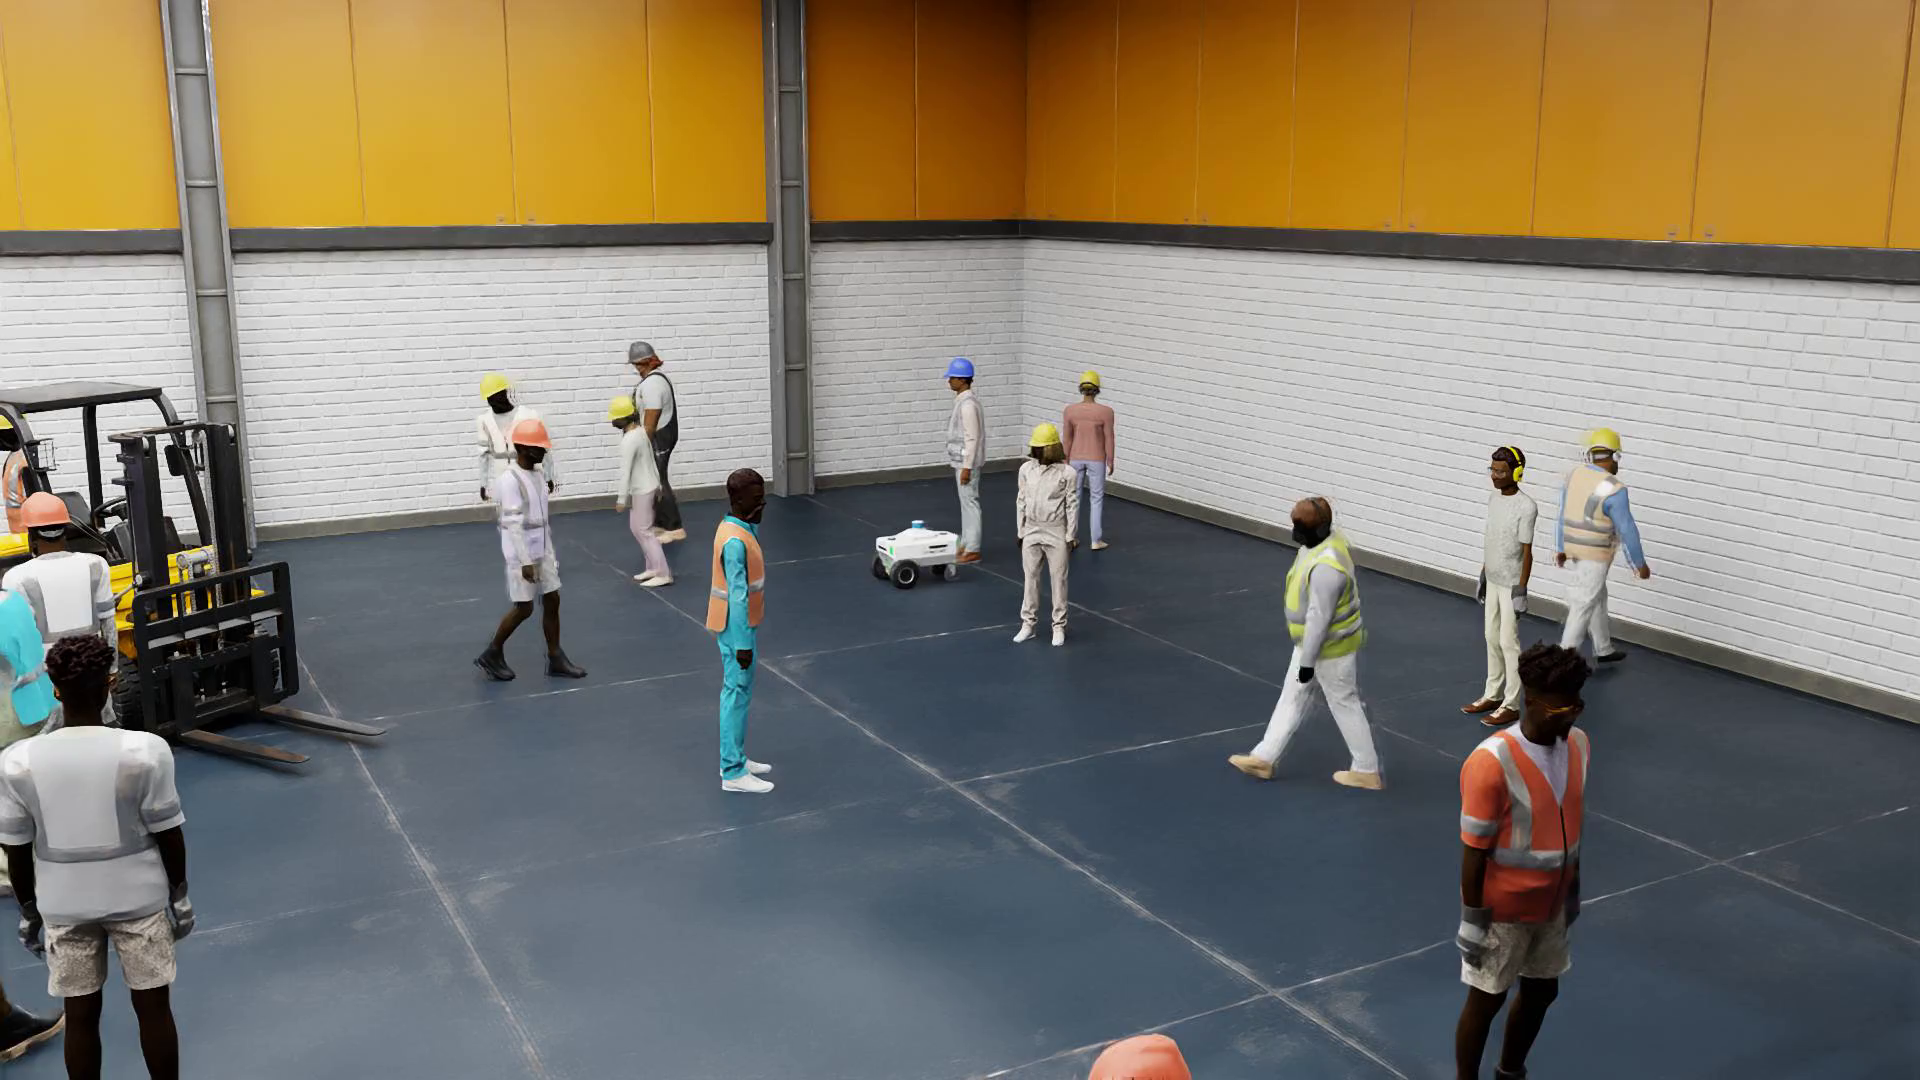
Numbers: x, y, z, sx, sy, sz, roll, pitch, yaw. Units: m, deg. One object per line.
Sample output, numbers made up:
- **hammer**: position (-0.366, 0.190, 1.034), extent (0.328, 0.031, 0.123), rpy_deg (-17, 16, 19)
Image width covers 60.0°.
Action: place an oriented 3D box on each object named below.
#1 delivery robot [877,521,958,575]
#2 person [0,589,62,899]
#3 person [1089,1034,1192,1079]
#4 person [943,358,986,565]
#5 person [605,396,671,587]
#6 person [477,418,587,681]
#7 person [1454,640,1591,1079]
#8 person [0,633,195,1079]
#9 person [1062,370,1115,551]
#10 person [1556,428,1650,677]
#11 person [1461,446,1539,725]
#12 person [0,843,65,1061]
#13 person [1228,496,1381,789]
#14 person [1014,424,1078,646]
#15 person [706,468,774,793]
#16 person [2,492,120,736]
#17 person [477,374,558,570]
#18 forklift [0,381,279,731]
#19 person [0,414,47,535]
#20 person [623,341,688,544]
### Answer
- **delivery robot**: position (-0.378, 0.069, 14.921), extent (0.707, 0.478, 0.477), rpy_deg (-6, 14, -27)
- **person**: position (-4.744, 0.902, 8.251), extent (0.518, 1.819, 0.618), rpy_deg (-2, 12, -9)
- **person**: position (0.387, 1.911, 3.789), extent (0.885, 1.705, 0.589), rpy_deg (-4, 13, -20)
- **person**: position (0.044, -0.739, 15.642), extent (0.405, 1.948, 0.605), rpy_deg (-1, 12, -4)
- **person**: position (-2.827, -0.421, 14.673), extent (0.536, 1.717, 0.549), rpy_deg (1, 12, 3)
- **person**: position (-3.112, 0.080, 11.890), extent (0.715, 1.914, 0.561), rpy_deg (3, 12, 15)
- **person**: position (2.063, 1.301, 6.073), extent (0.639, 1.952, 0.402), rpy_deg (-7, 14, -30)
- **person**: position (-3.111, 1.299, 6.049), extent (0.605, 1.966, 0.373), rpy_deg (-2, 12, -10)
- **person**: position (1.255, -0.777, 16.278), extent (0.528, 1.760, 0.343), rpy_deg (5, 13, 21)
- **person**: position (4.638, 0.096, 12.057), extent (0.720, 1.798, 0.642), rpy_deg (-2, 12, -11)
- **person**: position (3.586, 0.297, 11.008), extent (0.334, 1.860, 0.509), rpy_deg (-3, 12, -13)
- **person**: position (-3.824, 1.224, 6.465), extent (0.617, 1.929, 0.862), rpy_deg (7, 14, 31)
- **person**: position (2.063, 0.607, 9.741), extent (0.936, 1.777, 0.690), rpy_deg (1, 12, 3)
- **person**: position (0.660, -0.042, 12.873), extent (0.484, 1.739, 0.313), rpy_deg (5, 13, 22)
- **person**: position (-1.309, 0.523, 9.805), extent (0.373, 1.915, 0.594), rpy_deg (-2, 12, -8)
- **person**: position (-4.817, 0.697, 8.943), extent (0.377, 1.932, 0.552), rpy_deg (9, 15, 38)
- **person**: position (-4.025, -0.572, 15.019), extent (0.637, 1.876, 0.516), rpy_deg (1, 12, 5)
- **forklift**: position (-5.853, 0.085, 11.199), extent (2.313, 2.155, 1.214), rpy_deg (7, 14, 28)
- **person**: position (-7.106, -0.083, 12.652), extent (0.397, 1.917, 0.594), rpy_deg (-8, 15, -34)
- **person**: position (-3.042, -0.995, 16.623), extent (0.636, 2.000, 0.860), rpy_deg (-1, 12, -5)
